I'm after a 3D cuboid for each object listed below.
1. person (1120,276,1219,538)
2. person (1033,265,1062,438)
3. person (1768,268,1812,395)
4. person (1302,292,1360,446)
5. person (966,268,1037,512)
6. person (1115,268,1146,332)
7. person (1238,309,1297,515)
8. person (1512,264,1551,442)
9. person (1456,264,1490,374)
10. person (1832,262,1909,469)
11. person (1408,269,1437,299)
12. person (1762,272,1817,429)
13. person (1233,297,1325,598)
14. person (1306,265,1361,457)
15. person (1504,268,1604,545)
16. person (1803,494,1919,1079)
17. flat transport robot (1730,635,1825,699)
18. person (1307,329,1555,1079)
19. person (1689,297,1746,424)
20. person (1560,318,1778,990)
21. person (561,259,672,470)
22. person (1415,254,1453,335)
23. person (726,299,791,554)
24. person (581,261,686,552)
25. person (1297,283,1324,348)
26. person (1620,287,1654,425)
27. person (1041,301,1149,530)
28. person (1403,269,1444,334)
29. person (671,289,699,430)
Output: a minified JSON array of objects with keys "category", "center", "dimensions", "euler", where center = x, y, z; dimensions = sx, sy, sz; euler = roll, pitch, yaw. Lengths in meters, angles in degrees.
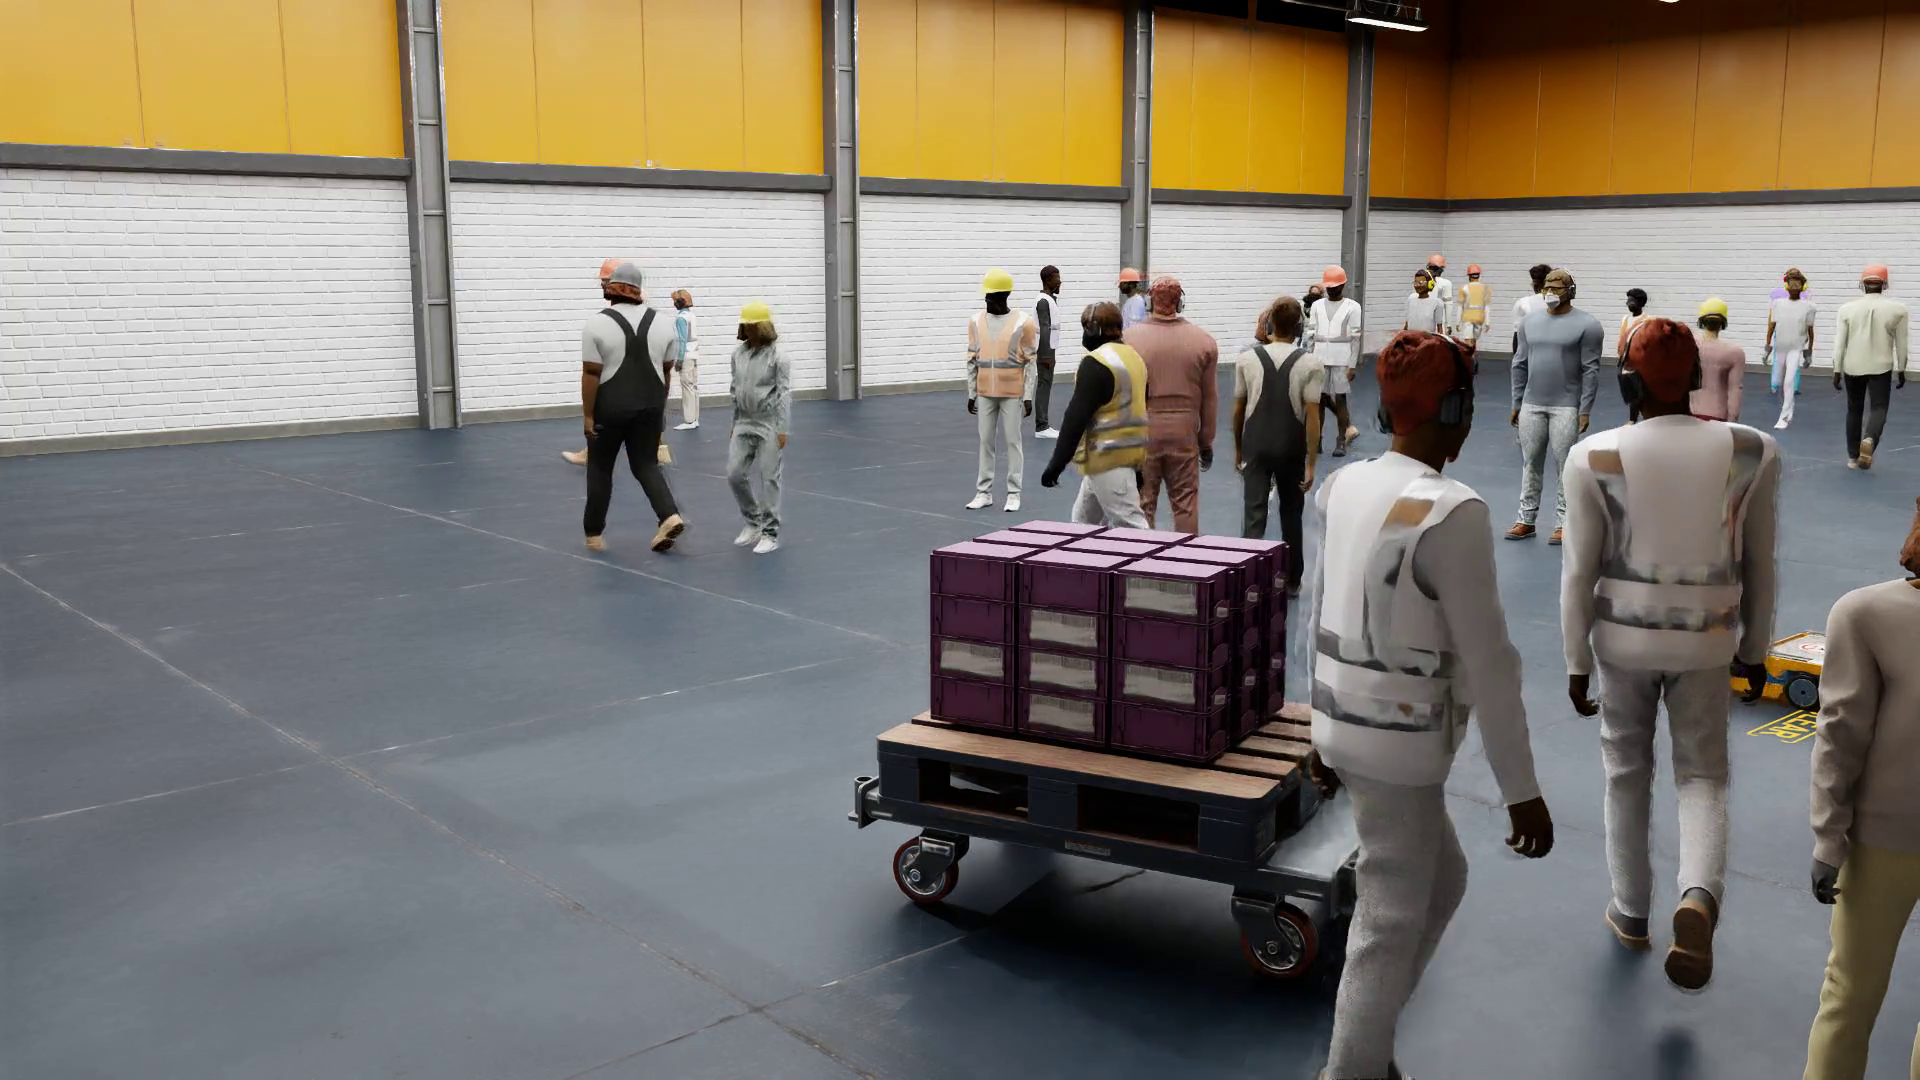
[{"category":"person","center":[1.193,-0.606,9.900],"dimensions":[0.676,1.903,0.403],"euler":[-1,10,-6]},{"category":"person","center":[0.967,-2.101,18.596],"dimensions":[0.391,1.919,0.590],"euler":[1,10,6]},{"category":"person","center":[12.104,-3.039,24.308],"dimensions":[0.564,1.843,0.388],"euler":[6,11,31]},{"category":"person","center":[3.823,-1.796,17.580],"dimensions":[0.841,1.648,0.577],"euler":[3,10,19]},{"category":"person","center":[0.318,-1.183,13.209],"dimensions":[0.589,1.924,0.383],"euler":[5,11,25]},{"category":"person","center":[2.107,-2.378,20.360],"dimensions":[1.016,1.886,0.557],"euler":[-2,10,-11]},{"category":"person","center":[2.437,-1.025,13.190],"dimensions":[0.503,1.616,0.605],"euler":[0,10,3]},{"category":"person","center":[6.150,-1.945,17.622],"dimensions":[0.621,1.924,0.883],"euler":[3,10,16]},{"category":"person","center":[8.837,-3.798,28.607],"dimensions":[0.547,1.901,0.925],"euler":[0,10,0]},{"category":"person","center":[8.549,-1.623,15.647],"dimensions":[0.626,1.973,0.825],"euler":[6,12,33]},{"category":"person","center":[5.969,-2.567,21.543],"dimensions":[0.496,1.853,0.367],"euler":[-8,12,-38]},{"category":"person","center":[9.835,-2.251,19.704],"dimensions":[0.517,1.848,0.785],"euler":[9,13,44]},{"category":"person","center":[1.805,-0.481,9.505],"dimensions":[0.518,1.796,0.961],"euler":[3,10,16]},{"category":"person","center":[3.761,-1.804,16.831],"dimensions":[0.542,1.929,0.368],"euler":[6,11,31]},{"category":"person","center":[4.177,-0.939,11.734],"dimensions":[0.631,1.940,0.372],"euler":[9,13,42]},{"category":"person","center":[1.990,0.638,3.390],"dimensions":[0.498,1.634,0.279],"euler":[1,10,7]},{"category":"flat transport robot","center":[4.208,0.638,7.379],"dimensions":[0.652,0.197,1.431],"euler":[-8,13,-41]},{"category":"person","center":[1.007,0.478,3.677],"dimensions":[0.483,1.863,0.633],"euler":[-1,10,-8]},{"category":"person","center":[5.489,-0.931,12.301],"dimensions":[0.523,1.730,0.887],"euler":[4,11,23]},{"category":"person","center":[1.964,0.316,4.632],"dimensions":[0.588,1.860,0.734],"euler":[3,10,15]},{"category":"person","center":[-3.247,-1.651,15.763],"dimensions":[1.051,1.987,0.658],"euler":[-1,10,-5]},{"category":"person","center":[7.252,-3.334,25.448],"dimensions":[0.608,2.046,0.367],"euler":[9,13,42]},{"category":"person","center":[-1.372,-0.773,11.352],"dimensions":[0.505,1.734,0.333],"euler":[5,11,26]},{"category":"person","center":[-2.239,-0.924,11.348],"dimensions":[0.696,2.000,0.806],"euler":[-6,11,-32]},{"category":"person","center":[5.115,-2.885,24.024],"dimensions":[0.549,1.624,0.381],"euler":[7,12,34]},{"category":"person","center":[7.711,-2.011,18.772],"dimensions":[0.640,1.678,0.547],"euler":[-3,10,-16]},{"category":"person","center":[0.782,-0.419,9.189],"dimensions":[1.011,1.775,0.630],"euler":[4,10,21]},{"category":"person","center":[5.265,-2.153,19.045],"dimensions":[0.510,1.872,0.329],"euler":[9,13,44]},{"category":"person","center":[-3.204,-2.103,19.426],"dimensions":[0.309,1.640,0.514],"euler":[1,10,4]}]
